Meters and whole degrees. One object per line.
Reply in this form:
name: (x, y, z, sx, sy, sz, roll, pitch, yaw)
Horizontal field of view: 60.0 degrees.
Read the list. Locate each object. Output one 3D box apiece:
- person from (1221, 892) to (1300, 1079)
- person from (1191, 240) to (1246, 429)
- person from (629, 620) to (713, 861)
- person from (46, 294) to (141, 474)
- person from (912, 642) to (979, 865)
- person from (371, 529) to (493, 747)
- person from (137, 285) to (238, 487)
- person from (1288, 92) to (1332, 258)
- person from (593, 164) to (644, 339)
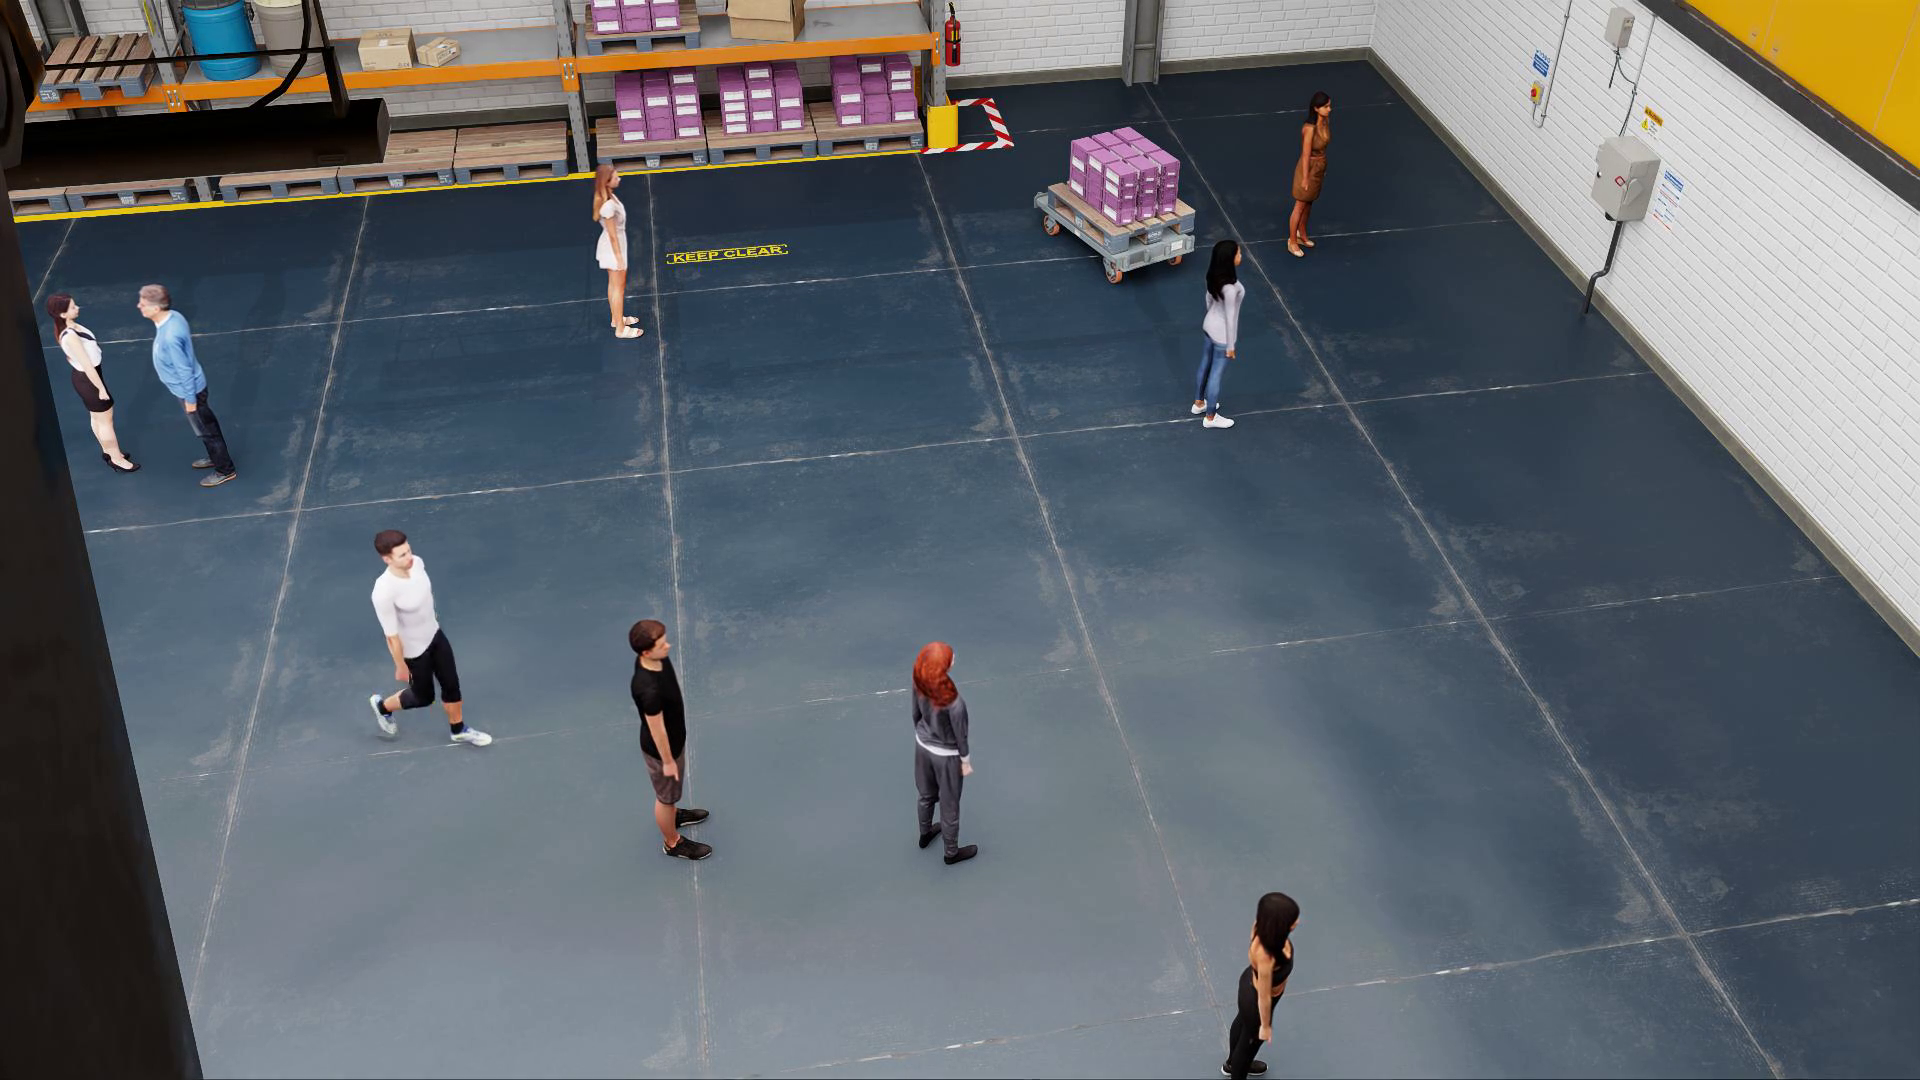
person: (1.598, 2.448, 8.930, 0.584, 1.643, 0.617, 5, 39, 6)
person: (2.190, -1.761, 14.126, 0.548, 1.736, 0.628, -10, 40, -13)
person: (-1.845, 1.210, 10.306, 0.575, 1.861, 0.666, -5, 39, -6)
person: (-7.106, -1.281, 13.594, 0.648, 1.649, 0.631, -27, 46, -29)
person: (-0.122, 1.305, 10.252, 0.655, 1.779, 0.680, 32, 48, 33)
person: (-3.656, 0.666, 11.008, 1.151, 1.834, 0.944, 9, 39, 11)
person: (-6.248, -1.272, 13.449, 0.652, 1.818, 0.709, -17, 42, -20)
person: (3.478, -3.648, 16.526, 0.693, 1.690, 0.631, 24, 44, 27)
person: (-3.189, -2.673, 15.301, 0.561, 1.695, 0.585, -10, 40, -12)
